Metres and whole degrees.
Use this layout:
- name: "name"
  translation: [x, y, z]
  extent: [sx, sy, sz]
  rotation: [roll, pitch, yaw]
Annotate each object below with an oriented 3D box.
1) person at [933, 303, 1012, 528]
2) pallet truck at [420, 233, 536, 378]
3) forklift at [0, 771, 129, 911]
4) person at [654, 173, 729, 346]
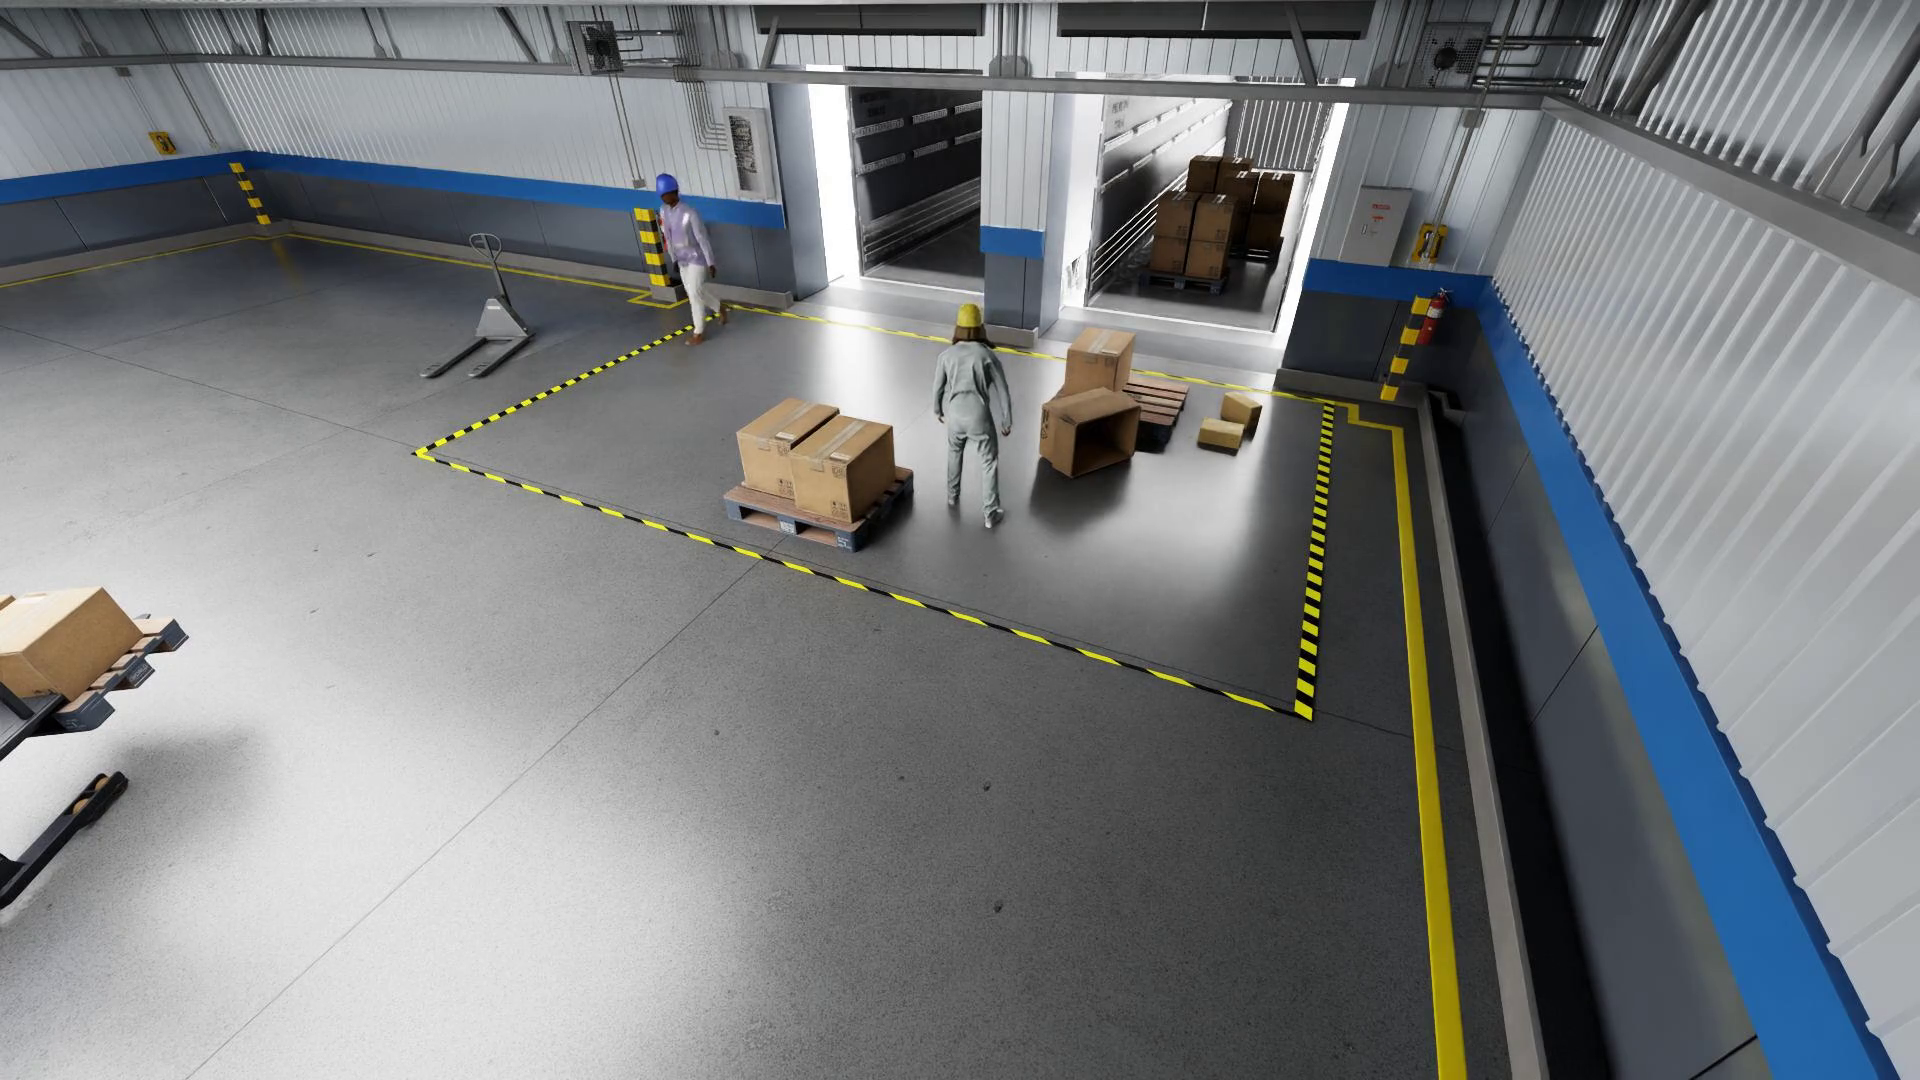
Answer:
- name: "person"
  translation: [0.082, -0.944, 5.628]
  extent: [0.657, 1.619, 0.624]
  rotation: [9, 36, 13]
- name: "pallet truck"
  translation: [-5.664, -2.712, 8.427]
  extent: [0.680, 1.201, 1.601]
  rotation: [0, 35, -1]
- name: "forklift"
  translation: [-4.601, 0.992, 2.538]
  extent: [0.716, 2.013, 0.776]
  rotation: [-5, 36, -7]
- name: "person"
  translation: [-3.170, -3.376, 8.793]
  extent: [0.630, 1.901, 0.885]
  rotation: [19, 40, 25]
